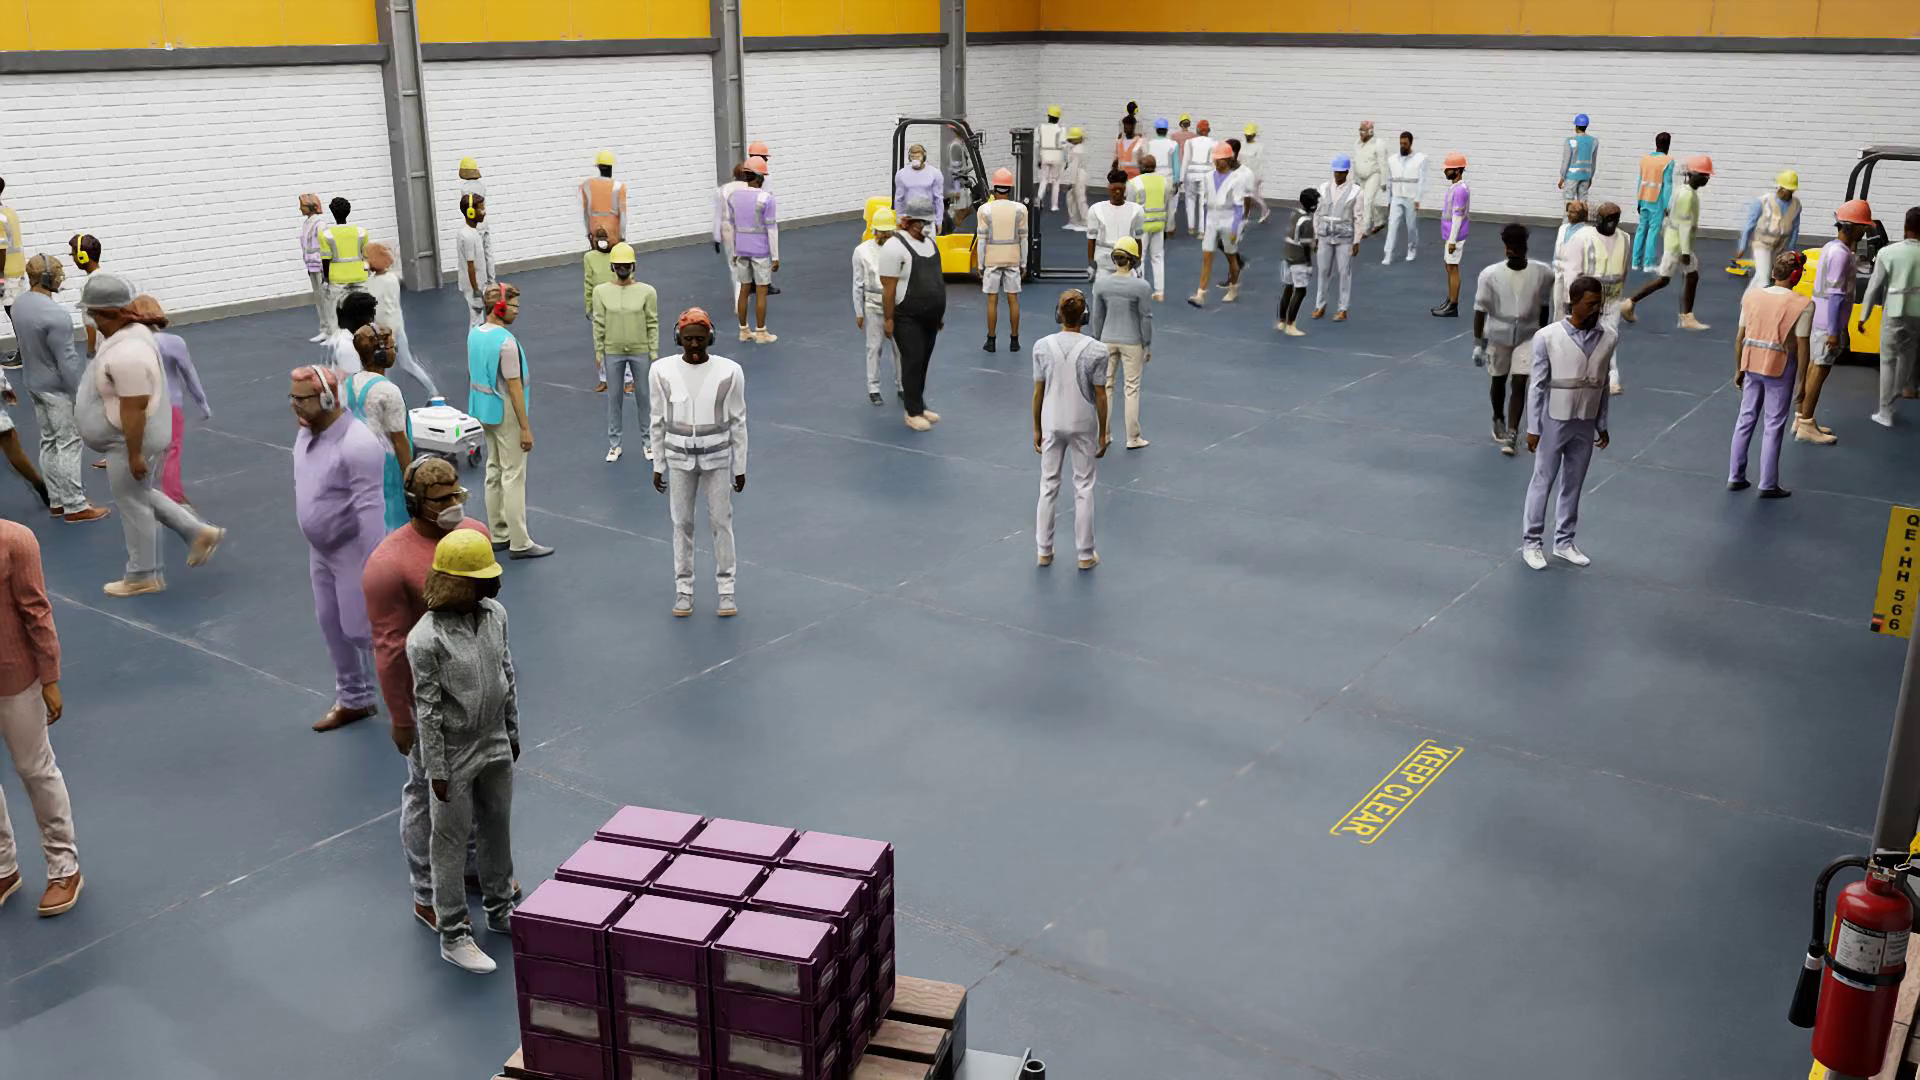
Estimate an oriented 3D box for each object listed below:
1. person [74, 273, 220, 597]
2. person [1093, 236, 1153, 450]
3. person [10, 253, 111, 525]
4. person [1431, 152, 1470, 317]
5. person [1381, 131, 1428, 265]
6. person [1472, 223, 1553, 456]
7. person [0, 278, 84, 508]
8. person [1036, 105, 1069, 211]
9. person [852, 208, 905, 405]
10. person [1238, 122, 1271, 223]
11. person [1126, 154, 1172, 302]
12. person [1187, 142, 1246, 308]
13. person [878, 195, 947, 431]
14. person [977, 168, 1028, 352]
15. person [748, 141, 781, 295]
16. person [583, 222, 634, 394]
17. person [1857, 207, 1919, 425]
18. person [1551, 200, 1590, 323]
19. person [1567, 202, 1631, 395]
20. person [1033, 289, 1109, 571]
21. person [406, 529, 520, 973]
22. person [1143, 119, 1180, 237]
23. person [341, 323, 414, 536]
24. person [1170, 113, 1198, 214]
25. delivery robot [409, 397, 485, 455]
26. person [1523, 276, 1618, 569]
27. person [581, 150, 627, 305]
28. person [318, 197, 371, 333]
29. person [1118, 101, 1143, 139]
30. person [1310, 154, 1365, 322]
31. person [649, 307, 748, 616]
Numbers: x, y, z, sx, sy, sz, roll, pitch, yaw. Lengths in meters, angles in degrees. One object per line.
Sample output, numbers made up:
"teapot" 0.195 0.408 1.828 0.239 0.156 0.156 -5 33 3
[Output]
"person" -5.117 -0.660 10.321 0.645 2.000 0.698 -6 19 -19
"person" 1.352 -1.629 13.810 0.522 1.761 0.322 9 20 27
"person" -6.378 -1.058 11.758 0.636 1.928 0.386 12 22 34
"person" 5.840 -3.627 19.786 0.389 1.930 0.544 3 18 10
"person" 6.424 -4.941 23.988 0.591 1.877 0.961 11 21 30
"person" 4.520 -1.653 13.669 0.614 1.884 1.010 4 18 13
"person" -6.967 -1.110 11.983 0.959 1.879 0.555 -10 20 -29
"person" 1.652 -6.863 29.965 0.616 1.890 0.604 8 19 24
"person" -0.692 -2.151 15.354 0.601 1.817 0.403 -6 19 -18
"person" 4.956 -6.202 28.169 0.539 1.729 0.773 16 24 41
"person" 2.322 -3.880 20.744 0.633 1.834 0.431 -8 19 -22
"person" 3.187 -3.857 20.394 0.618 1.990 1.059 14 23 38
"person" -0.360 -1.986 14.469 0.535 2.000 0.703 13 22 35
"person" 0.445 -2.969 17.709 0.551 1.936 0.356 -2 18 -6
"person" -2.576 -4.113 21.295 0.548 1.934 0.376 14 22 37
"person" -3.327 -2.203 15.819 0.501 1.627 0.271 3 18 9
"person" 8.298 -1.997 14.744 0.609 1.893 0.772 2 18 7
"person" 6.422 -2.751 17.508 0.309 1.641 0.513 -8 19 -23
"person" 6.124 -2.349 16.022 0.645 1.792 0.982 -2 18 -7
"person" 0.712 -0.707 10.809 0.502 1.837 0.349 5 19 17
"person" -1.823 0.789 6.287 0.320 1.737 0.483 9 20 26
"person" 3.181 -5.660 26.202 0.621 1.885 1.013 6 19 17
"person" -3.313 -0.339 9.633 0.507 1.847 0.343 13 22 34
"person" 3.986 -6.728 29.765 0.532 1.758 0.344 -3 18 -8
"delivery robot" -4.156 -0.899 13.320 0.707 0.478 0.477 10 20 27
"person" 3.963 -0.768 10.857 0.596 1.917 0.382 -5 18 -15
"person" -4.368 -3.833 20.477 0.585 1.897 0.913 1 18 2
"person" -6.347 -2.696 17.247 0.541 1.696 0.315 -13 22 -36
"person" 3.255 -7.399 31.677 0.528 1.871 0.323 8 19 24
"person" 4.404 -3.533 19.478 0.610 1.939 0.419 12 21 32
"person" -1.556 -0.459 9.957 0.575 1.880 0.360 0 18 -1
